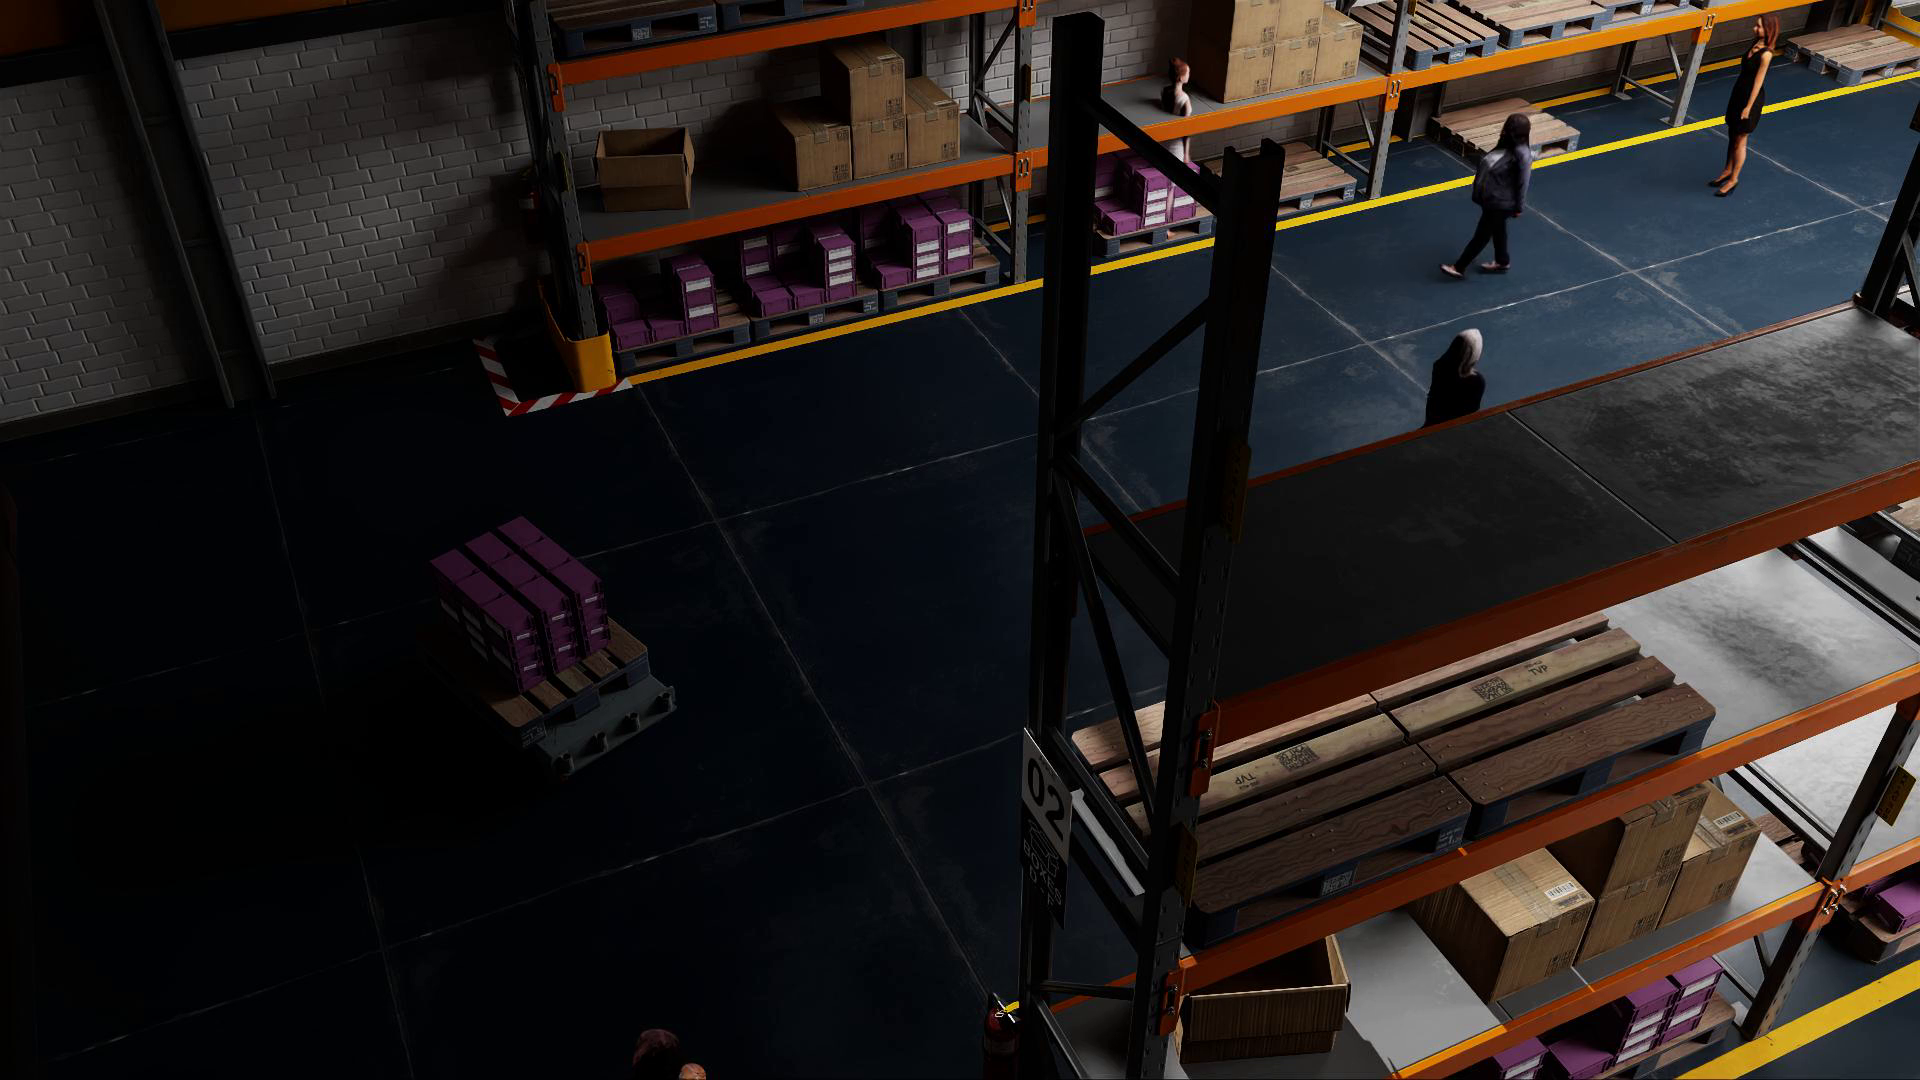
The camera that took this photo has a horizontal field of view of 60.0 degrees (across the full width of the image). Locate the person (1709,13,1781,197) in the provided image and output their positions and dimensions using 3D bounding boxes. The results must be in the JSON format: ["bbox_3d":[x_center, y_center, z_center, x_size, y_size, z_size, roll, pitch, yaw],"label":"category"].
[{"bbox_3d":[7.711,-4.266,16.319,0.669,1.834,0.656,2,39,3],"label":"person"}]

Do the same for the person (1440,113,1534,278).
[{"bbox_3d":[4.956,-3.096,15.073,1.064,1.562,0.885,-4,39,-4],"label":"person"}]

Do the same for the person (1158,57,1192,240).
[{"bbox_3d":[1.962,-3.663,15.599,0.521,1.791,0.576,-20,43,-23],"label":"person"}]

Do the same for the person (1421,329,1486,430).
[{"bbox_3d":[3.474,-0.737,11.986,1.017,1.727,0.748,-27,46,-30],"label":"person"}]
